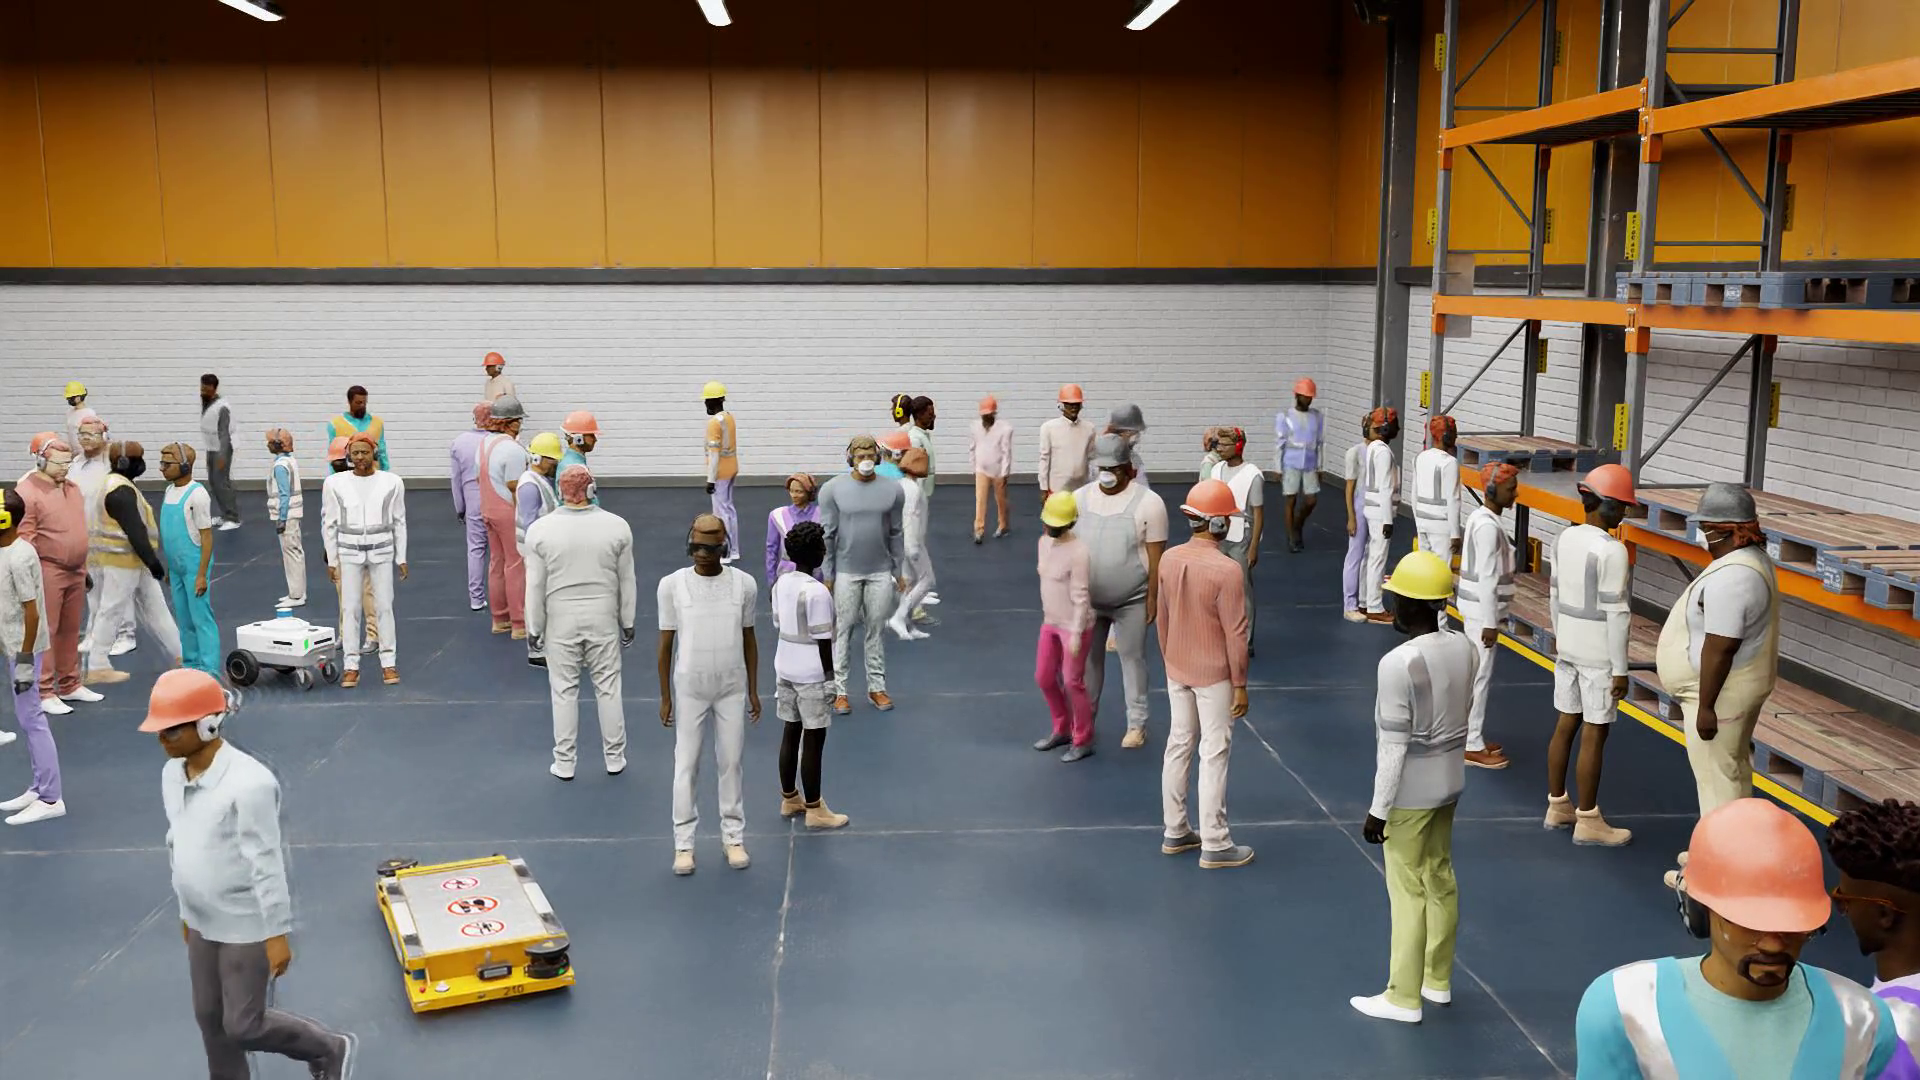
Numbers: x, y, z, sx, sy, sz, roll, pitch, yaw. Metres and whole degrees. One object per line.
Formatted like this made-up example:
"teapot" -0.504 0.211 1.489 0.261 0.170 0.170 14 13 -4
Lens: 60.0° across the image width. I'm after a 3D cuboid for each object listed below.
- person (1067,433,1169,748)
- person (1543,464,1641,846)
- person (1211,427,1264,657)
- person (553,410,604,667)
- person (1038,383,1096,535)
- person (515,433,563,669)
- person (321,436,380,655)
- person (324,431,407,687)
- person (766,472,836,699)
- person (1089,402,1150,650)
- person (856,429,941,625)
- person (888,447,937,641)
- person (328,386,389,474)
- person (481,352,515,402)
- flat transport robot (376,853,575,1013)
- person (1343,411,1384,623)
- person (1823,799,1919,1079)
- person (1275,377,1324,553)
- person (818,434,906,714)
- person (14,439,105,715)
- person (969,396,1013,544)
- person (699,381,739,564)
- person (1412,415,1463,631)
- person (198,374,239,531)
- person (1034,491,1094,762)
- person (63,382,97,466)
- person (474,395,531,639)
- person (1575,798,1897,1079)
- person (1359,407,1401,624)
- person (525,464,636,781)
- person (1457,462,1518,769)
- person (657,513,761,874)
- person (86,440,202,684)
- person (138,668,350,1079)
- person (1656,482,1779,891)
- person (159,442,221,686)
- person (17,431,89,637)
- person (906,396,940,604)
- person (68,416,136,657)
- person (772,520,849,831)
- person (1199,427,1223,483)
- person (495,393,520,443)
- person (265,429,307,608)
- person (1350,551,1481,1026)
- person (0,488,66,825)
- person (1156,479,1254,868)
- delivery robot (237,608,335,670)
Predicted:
"person" 0.959 0.316 10.676 0.686 2.000 0.535 4 10 26
"person" 3.386 0.607 8.875 0.389 2.034 0.607 -2 9 -13
"person" 2.178 0.021 13.133 0.377 1.844 0.567 -5 10 -30
"person" -2.946 -0.012 12.906 0.406 1.986 0.616 -2 9 -12
"person" 1.041 -0.506 15.975 0.609 1.996 0.379 -4 10 -22
"person" -3.218 0.078 12.863 0.404 1.819 0.591 0 9 -2
"person" -4.870 0.043 13.292 0.575 1.748 0.329 3 10 21
"person" -4.375 0.141 12.268 0.572 1.883 0.354 -3 10 -19
"person" -1.122 0.324 11.891 0.517 1.636 0.313 -1 9 -3
"person" 1.308 -0.133 13.492 0.543 2.000 0.700 4 10 26
"person" -0.608 -0.100 14.294 0.805 1.722 0.577 -2 9 -13
"person" -0.374 0.039 13.709 0.339 1.620 0.508 -2 9 -15
"person" -6.158 -0.618 17.078 0.598 1.886 0.471 -9 13 -44
"person" -6.241 -1.540 22.471 0.622 1.992 0.394 8 12 41
"flat transport robot" -2.209 1.708 7.474 0.652 0.197 1.431 -4 10 -25
"person" 3.580 -0.205 14.555 0.504 1.846 0.345 -6 11 -33
"person" 1.932 1.507 3.493 0.603 1.945 0.380 -7 12 -39
"person" 3.694 -0.815 18.137 0.576 1.919 0.395 -1 9 -9
"person" -0.671 0.230 11.532 0.627 1.941 0.374 -3 10 -19
"person" -6.268 0.243 11.581 0.400 1.900 0.643 1 9 8
"person" 0.353 -0.809 18.898 0.558 1.685 0.925 4 10 22
"person" -2.533 -0.702 17.474 0.392 1.918 0.581 1 9 6
"person" 3.937 -0.086 13.696 0.356 1.883 0.573 -3 10 -19
"person" -8.795 -1.044 19.741 0.679 1.873 0.453 9 12 43
"person" 0.651 0.536 10.261 0.489 1.725 0.544 -6 11 -33
"person" -10.539 -1.021 19.962 0.524 1.761 0.339 5 10 29
"person" -3.729 -0.203 13.934 0.537 2.000 0.682 -8 12 -41
"person" 1.502 1.494 3.272 0.608 2.044 0.377 0 9 1
"person" 3.663 -0.214 14.491 0.345 1.882 0.584 0 9 0
"person" -2.278 0.490 10.005 0.654 1.904 0.406 -3 10 -20
"person" 3.257 0.455 10.297 0.349 1.881 0.577 2 9 14
"person" -1.267 0.771 8.434 0.509 1.842 0.329 -3 9 -17
"person" -6.120 0.155 12.442 0.947 1.798 0.643 -4 10 -23
"person" -2.464 1.262 5.697 0.581 1.730 0.564 6 11 32
"person" 3.717 0.708 8.211 0.536 2.000 0.684 7 11 37
"person" -5.532 0.219 11.899 0.507 1.846 0.345 6 11 35
"person" -7.449 -0.019 13.674 0.326 1.752 0.559 0 9 2
"person" -0.388 -0.373 15.384 0.390 1.920 0.587 0 9 -2
"person" -6.869 -0.031 13.259 0.640 1.913 0.410 4 10 23
"person" -0.835 0.736 9.115 0.318 1.697 0.535 -6 11 -34
"person" 2.326 -0.222 15.299 0.309 1.644 0.511 3 9 17
"person" -5.340 -0.919 19.679 0.309 1.641 0.514 0 9 0
"person" -6.147 -0.201 15.174 0.309 1.639 0.523 -2 9 -14
"person" 1.847 0.998 6.741 0.587 1.930 0.361 -8 12 -42
"person" -5.214 0.634 9.213 0.310 1.868 0.532 -6 11 -33
"person" 1.259 0.679 8.540 0.380 1.995 0.611 -6 11 -34
"delivery robot" -4.986 0.749 12.313 0.707 0.478 0.477 4 10 21
